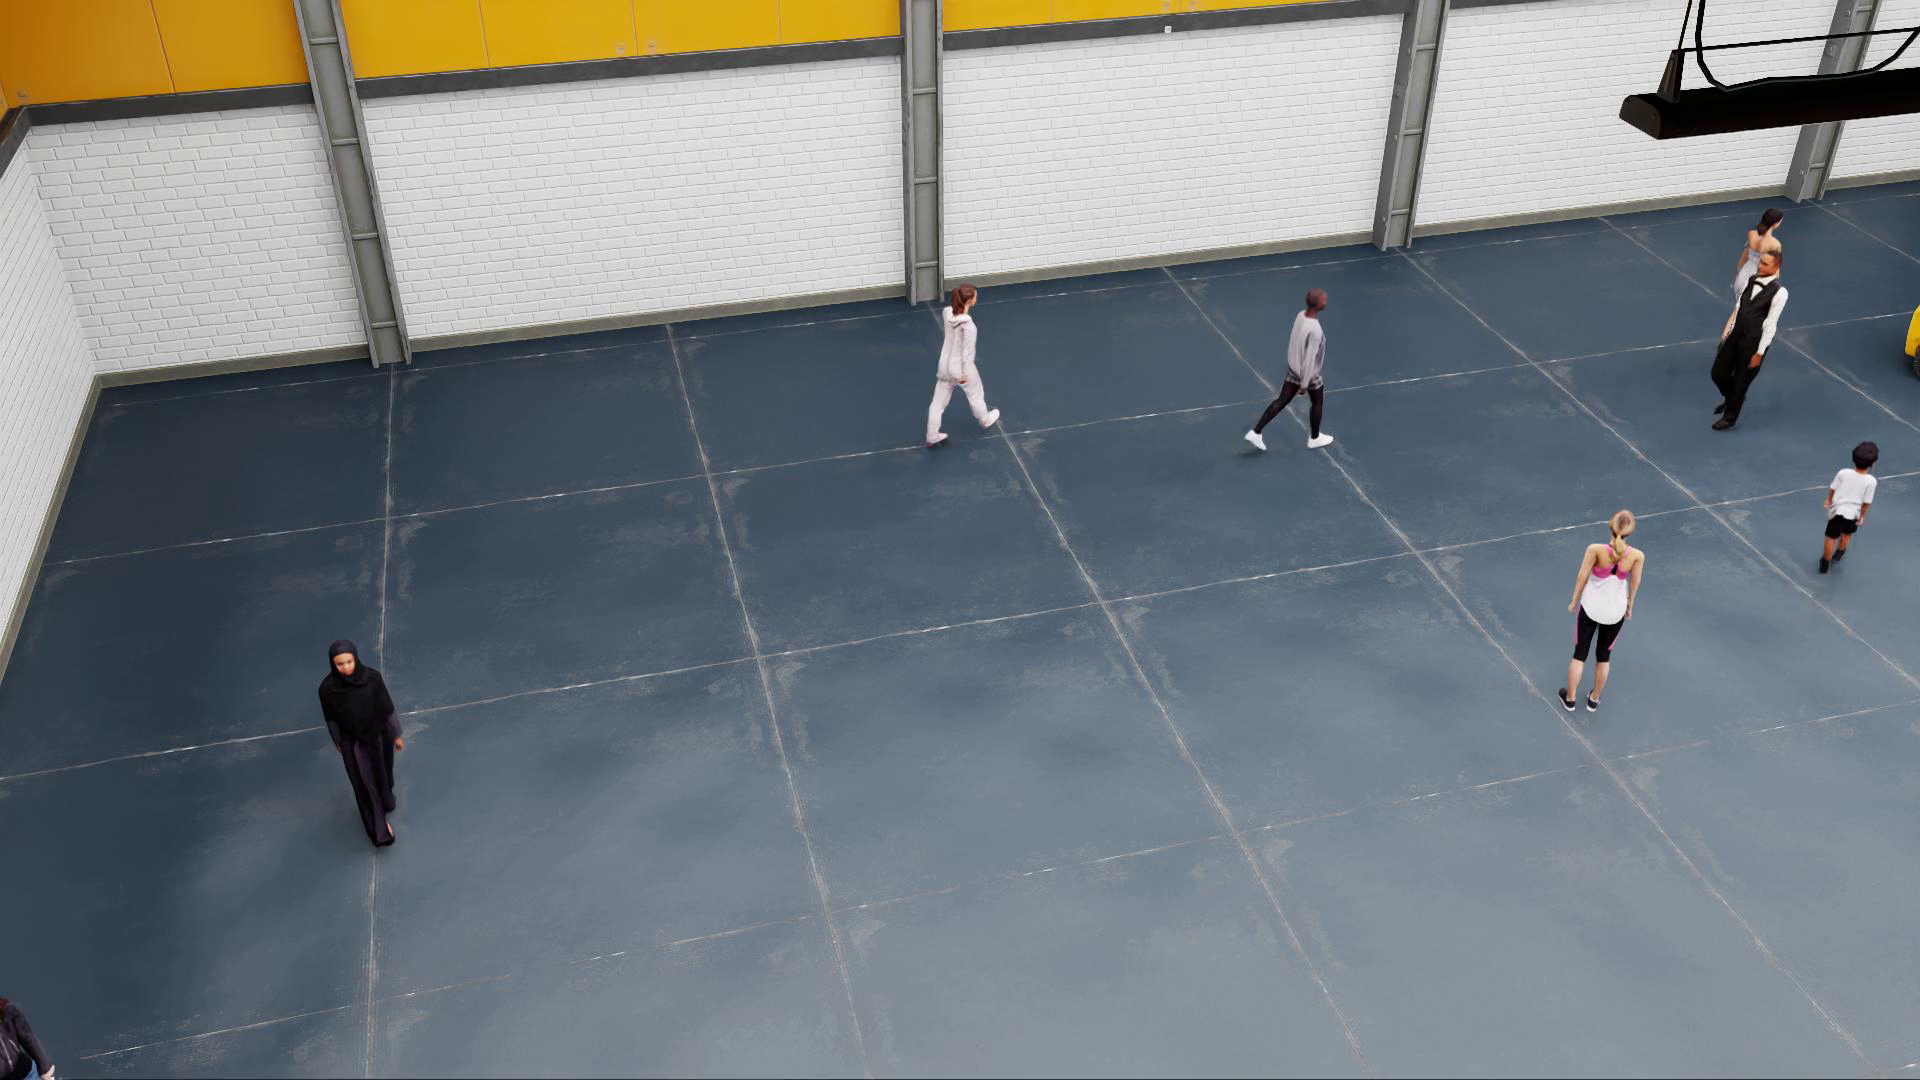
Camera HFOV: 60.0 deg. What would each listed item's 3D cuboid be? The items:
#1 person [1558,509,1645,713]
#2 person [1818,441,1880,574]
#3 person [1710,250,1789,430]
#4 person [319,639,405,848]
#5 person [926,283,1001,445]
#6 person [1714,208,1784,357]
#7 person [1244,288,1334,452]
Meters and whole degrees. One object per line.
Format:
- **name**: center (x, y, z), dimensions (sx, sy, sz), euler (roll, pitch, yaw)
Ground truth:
- **person**: center (4.921, 0.551, 12.770), dimensions (0.612, 1.786, 0.747), euler (6, 34, 9)
- **person**: center (7.708, -0.253, 14.470), dimensions (0.704, 1.244, 0.755), euler (15, 36, 21)
- **person**: center (7.885, -1.986, 16.477), dimensions (0.773, 1.908, 0.749), euler (-12, 36, -18)
- **person**: center (-4.222, 1.323, 11.771), dimensions (1.062, 1.607, 0.852), euler (-18, 38, -25)
- **person**: center (-0.103, -1.671, 16.252), dimensions (1.184, 1.632, 0.975), euler (-28, 43, -35)
- **person**: center (8.261, -2.633, 17.535), dimensions (0.652, 1.813, 0.674), euler (-14, 36, -21)
- **person**: center (3.223, -1.611, 16.065), dimensions (1.178, 1.738, 0.660), euler (-11, 35, -16)
